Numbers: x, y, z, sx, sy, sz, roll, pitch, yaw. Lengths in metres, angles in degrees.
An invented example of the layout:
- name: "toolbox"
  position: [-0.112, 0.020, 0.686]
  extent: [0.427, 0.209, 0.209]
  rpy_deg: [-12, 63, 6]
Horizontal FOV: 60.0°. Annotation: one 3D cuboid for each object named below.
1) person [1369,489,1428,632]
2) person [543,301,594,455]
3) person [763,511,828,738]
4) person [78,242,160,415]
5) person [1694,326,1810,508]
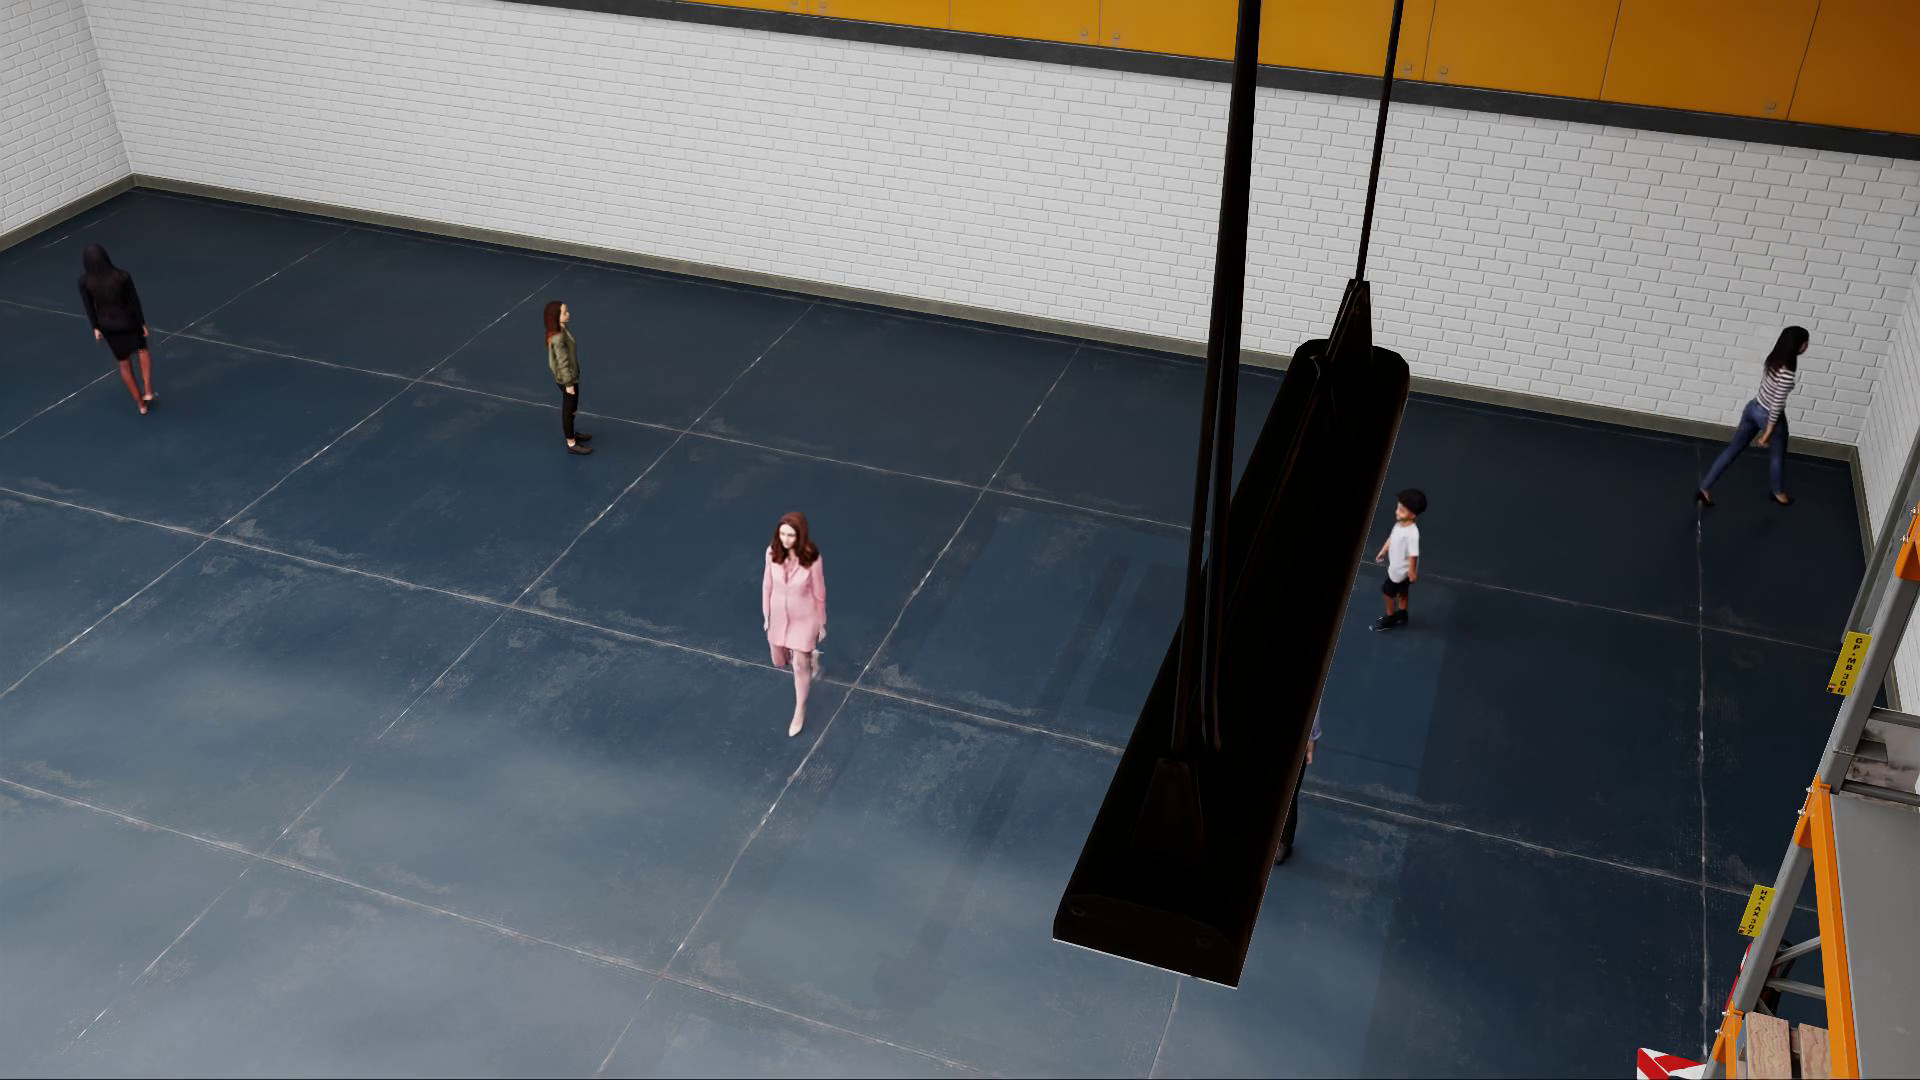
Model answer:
- name: "person"
  position: [3.482, 0.149, 12.827]
  extent: [0.640, 1.246, 0.576]
  rpy_deg: [0, 34, 1]
- name: "person"
  position: [-3.571, -1.490, 15.085]
  extent: [0.715, 1.476, 0.612]
  rpy_deg: [-6, 34, -10]
- name: "person"
  position: [-1.136, 0.527, 11.769]
  extent: [0.612, 1.788, 0.861]
  rpy_deg: [11, 35, 16]
- name: "person"
  position: [-7.857, -1.951, 15.564]
  extent: [0.737, 1.713, 0.794]
  rpy_deg: [-13, 36, -19]
- name: "person"
  position: [6.705, -0.982, 14.088]
  extent: [0.984, 1.734, 1.150]
  rpy_deg: [-2, 34, -3]
